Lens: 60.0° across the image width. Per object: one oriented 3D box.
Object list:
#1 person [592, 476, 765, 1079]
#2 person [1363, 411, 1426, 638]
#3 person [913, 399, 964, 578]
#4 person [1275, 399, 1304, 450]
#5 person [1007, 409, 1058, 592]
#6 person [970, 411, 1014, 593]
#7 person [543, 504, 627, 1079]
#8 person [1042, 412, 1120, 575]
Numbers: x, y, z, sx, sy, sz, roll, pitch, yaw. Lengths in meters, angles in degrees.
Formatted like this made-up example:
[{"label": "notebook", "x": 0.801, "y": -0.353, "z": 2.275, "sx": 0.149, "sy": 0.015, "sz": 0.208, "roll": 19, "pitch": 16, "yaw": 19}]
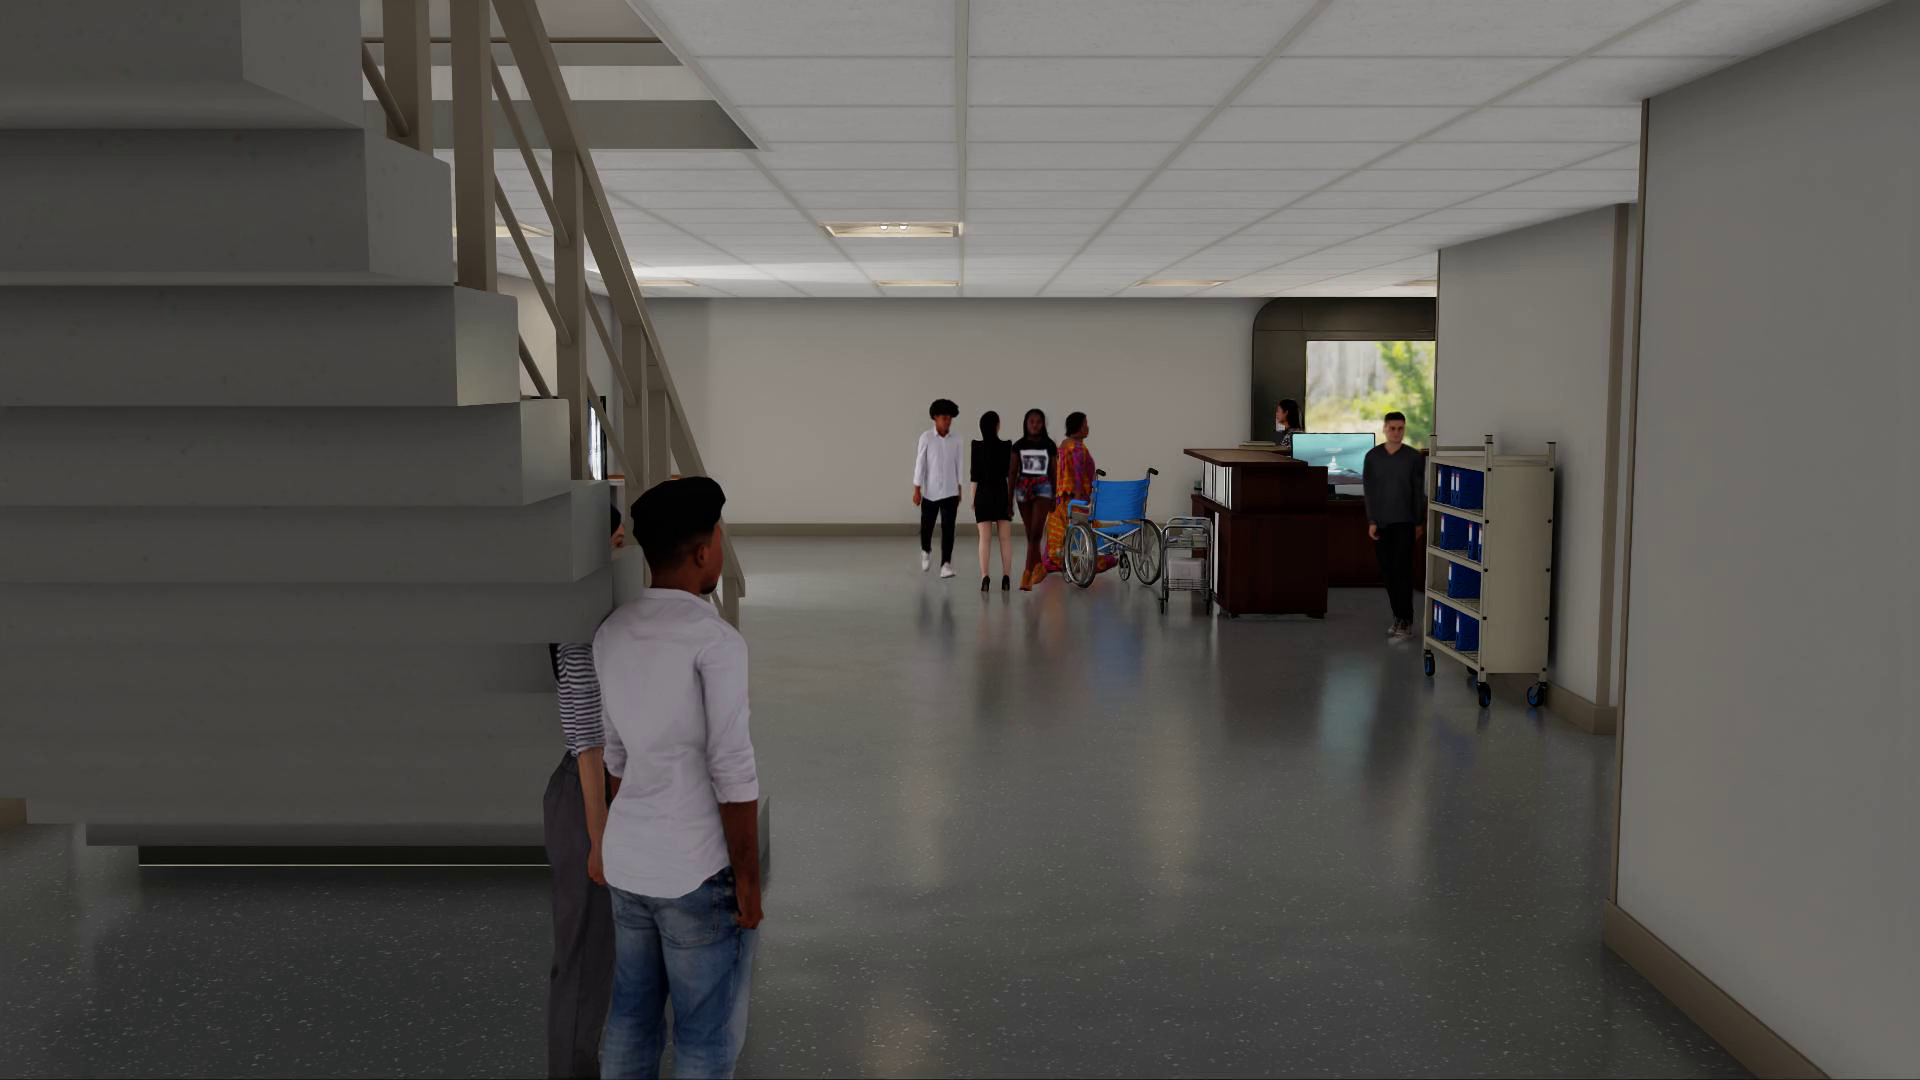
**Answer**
[{"label": "person", "x": -0.695, "y": 0.749, "z": 4.030, "sx": 0.728, "sy": 1.809, "sz": 0.763, "roll": 4, "pitch": 7, "yaw": 38}, {"label": "person", "x": 3.403, "y": -0.121, "z": 13.036, "sx": 0.799, "sy": 1.737, "sz": 0.897, "roll": 3, "pitch": 6, "yaw": 27}, {"label": "person", "x": -0.231, "y": -0.511, "z": 16.719, "sx": 0.849, "sy": 1.774, "sz": 1.195, "roll": -1, "pitch": 6, "yaw": -13}, {"label": "person", "x": 3.469, "y": -0.529, "z": 16.930, "sx": 0.749, "sy": 1.769, "sz": 0.646, "roll": 1, "pitch": 6, "yaw": 8}, {"label": "person", "x": 0.705, "y": -0.349, "z": 15.621, "sx": 0.794, "sy": 1.674, "sz": 1.231, "roll": 1, "pitch": 6, "yaw": 12}, {"label": "person", "x": 0.317, "y": -0.365, "z": 15.654, "sx": 0.600, "sy": 1.697, "sz": 0.528, "roll": 0, "pitch": 6, "yaw": -4}, {"label": "person", "x": -1.004, "y": 0.744, "z": 4.451, "sx": 0.696, "sy": 1.733, "sz": 0.521, "roll": -1, "pitch": 6, "yaw": -12}, {"label": "person", "x": 1.103, "y": -0.479, "z": 16.889, "sx": 0.965, "sy": 1.678, "sz": 1.097, "roll": -2, "pitch": 6, "yaw": -22}]
